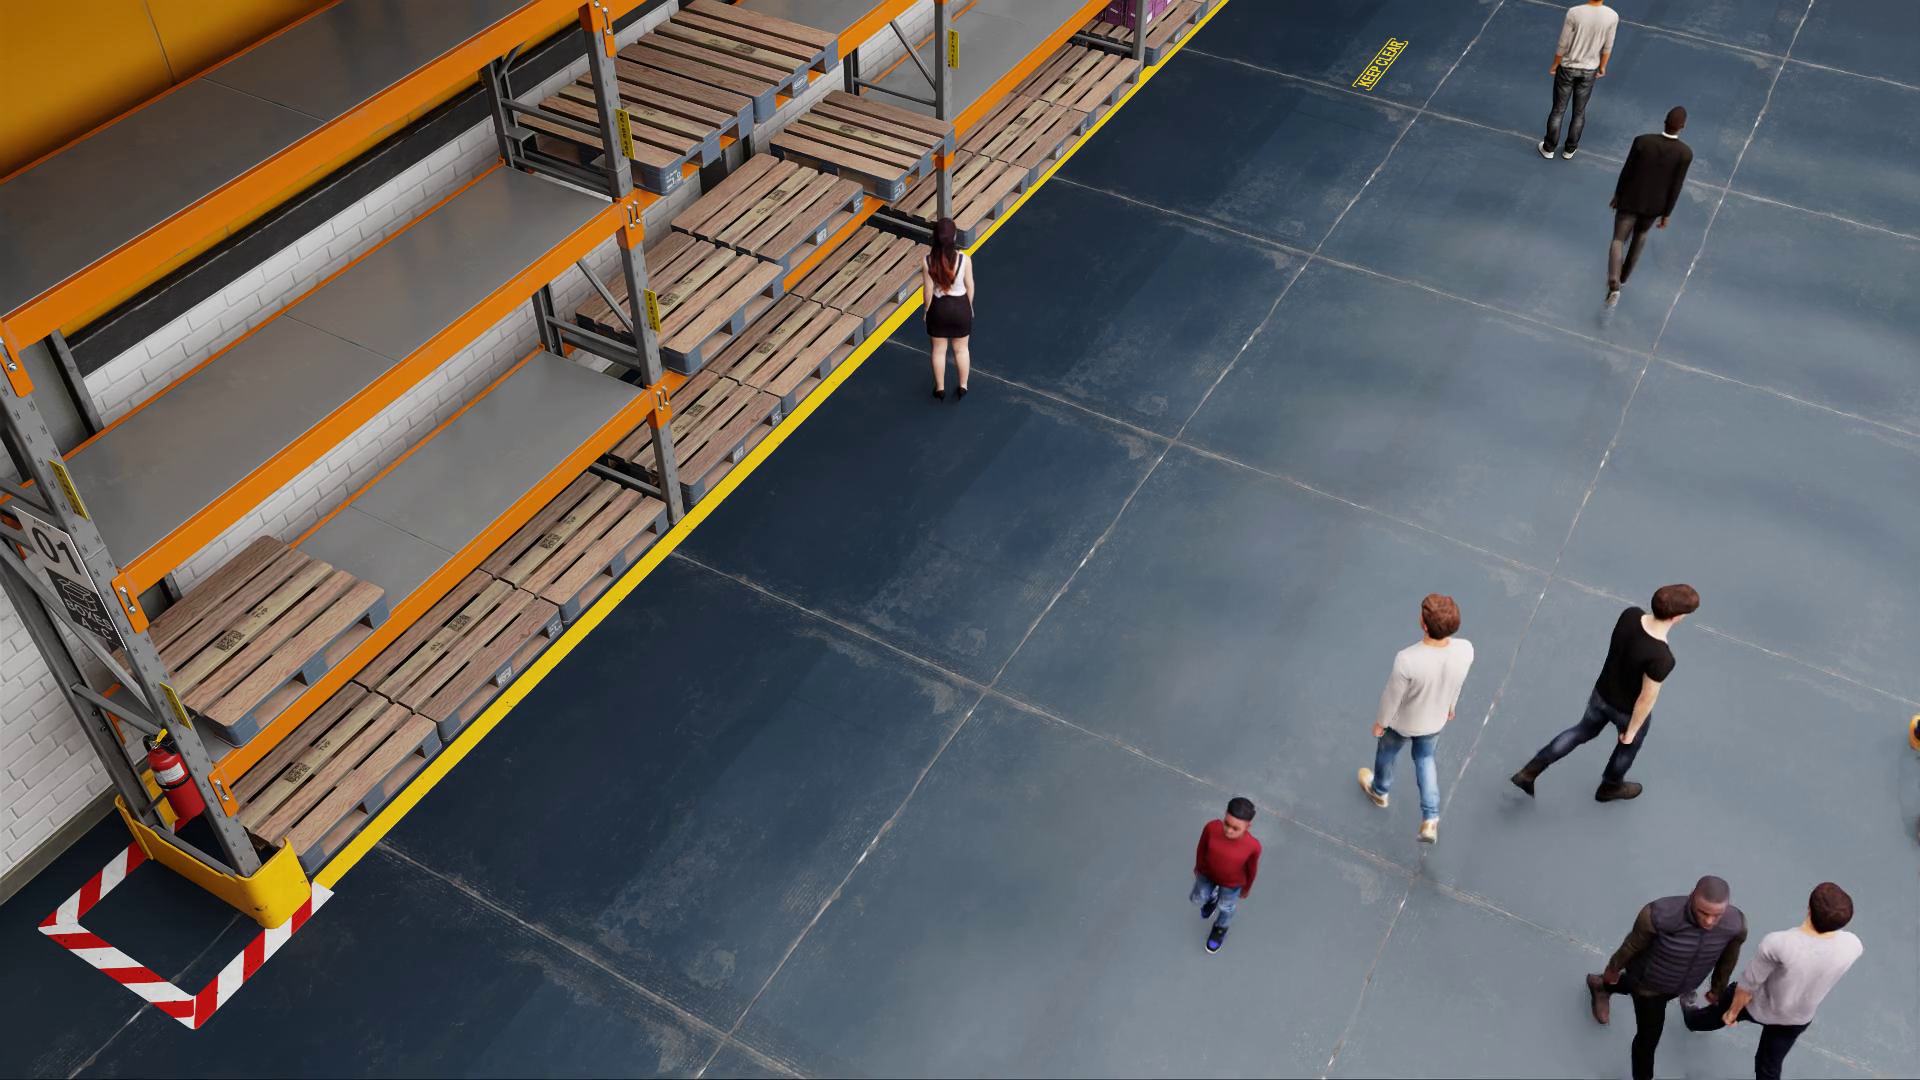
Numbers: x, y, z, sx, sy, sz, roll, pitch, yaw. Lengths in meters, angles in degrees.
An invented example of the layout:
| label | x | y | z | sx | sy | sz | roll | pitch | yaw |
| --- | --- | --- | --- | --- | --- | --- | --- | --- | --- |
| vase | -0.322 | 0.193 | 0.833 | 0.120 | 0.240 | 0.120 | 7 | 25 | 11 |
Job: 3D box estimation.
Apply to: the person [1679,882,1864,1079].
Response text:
| label | x | y | z | sx | sy | sz | roll | pitch | yaw |
| --- | --- | --- | --- | --- | --- | --- | --- | --- | --- |
| person | 4.158 | 2.443 | 8.441 | 0.996 | 1.796 | 1.256 | 4 | 44 | 4 |

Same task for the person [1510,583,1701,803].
| label | x | y | z | sx | sy | sz | roll | pitch | yaw |
| --- | --- | --- | --- | --- | --- | --- | --- | --- | --- |
| person | 3.862 | 0.966 | 9.937 | 1.201 | 1.872 | 1.114 | -12 | 45 | -13 |

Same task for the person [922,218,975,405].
| label | x | y | z | sx | sy | sz | roll | pitch | yaw |
| --- | --- | --- | --- | --- | --- | --- | --- | --- | --- |
| person | -0.093 | -1.775 | 12.974 | 0.639 | 1.651 | 0.674 | -4 | 44 | -4 |

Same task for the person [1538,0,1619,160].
| label | x | y | z | sx | sy | sz | roll | pitch | yaw |
| --- | --- | --- | --- | --- | --- | --- | --- | --- | --- |
| person | 5.828 | -4.449 | 15.665 | 0.715 | 1.811 | 0.665 | 7 | 44 | 7 |

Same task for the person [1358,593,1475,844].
| label | x | y | z | sx | sy | sz | roll | pitch | yaw |
| --- | --- | --- | --- | --- | --- | --- | --- | --- | --- |
| person | 2.728 | 1.084 | 9.802 | 1.045 | 1.888 | 1.125 | -9 | 44 | -9 |

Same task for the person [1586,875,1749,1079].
| label | x | y | z | sx | sy | sz | roll | pitch | yaw |
| --- | --- | --- | --- | --- | --- | --- | --- | --- | --- |
| person | 3.651 | 2.205 | 8.692 | 1.102 | 1.795 | 1.280 | -2 | 44 | -2 |

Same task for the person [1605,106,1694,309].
| label | x | y | z | sx | sy | sz | roll | pitch | yaw |
| --- | --- | --- | --- | --- | --- | --- | --- | --- | --- |
| person | 5.703 | -2.760 | 13.923 | 0.812 | 1.769 | 1.161 | 13 | 45 | 13 |

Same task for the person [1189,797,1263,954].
| label | x | y | z | sx | sy | sz | roll | pitch | yaw |
| --- | --- | --- | --- | --- | --- | --- | --- | --- | --- |
| person | 1.526 | 1.842 | 9.470 | 0.505 | 1.247 | 0.556 | 23 | 48 | 22 |
